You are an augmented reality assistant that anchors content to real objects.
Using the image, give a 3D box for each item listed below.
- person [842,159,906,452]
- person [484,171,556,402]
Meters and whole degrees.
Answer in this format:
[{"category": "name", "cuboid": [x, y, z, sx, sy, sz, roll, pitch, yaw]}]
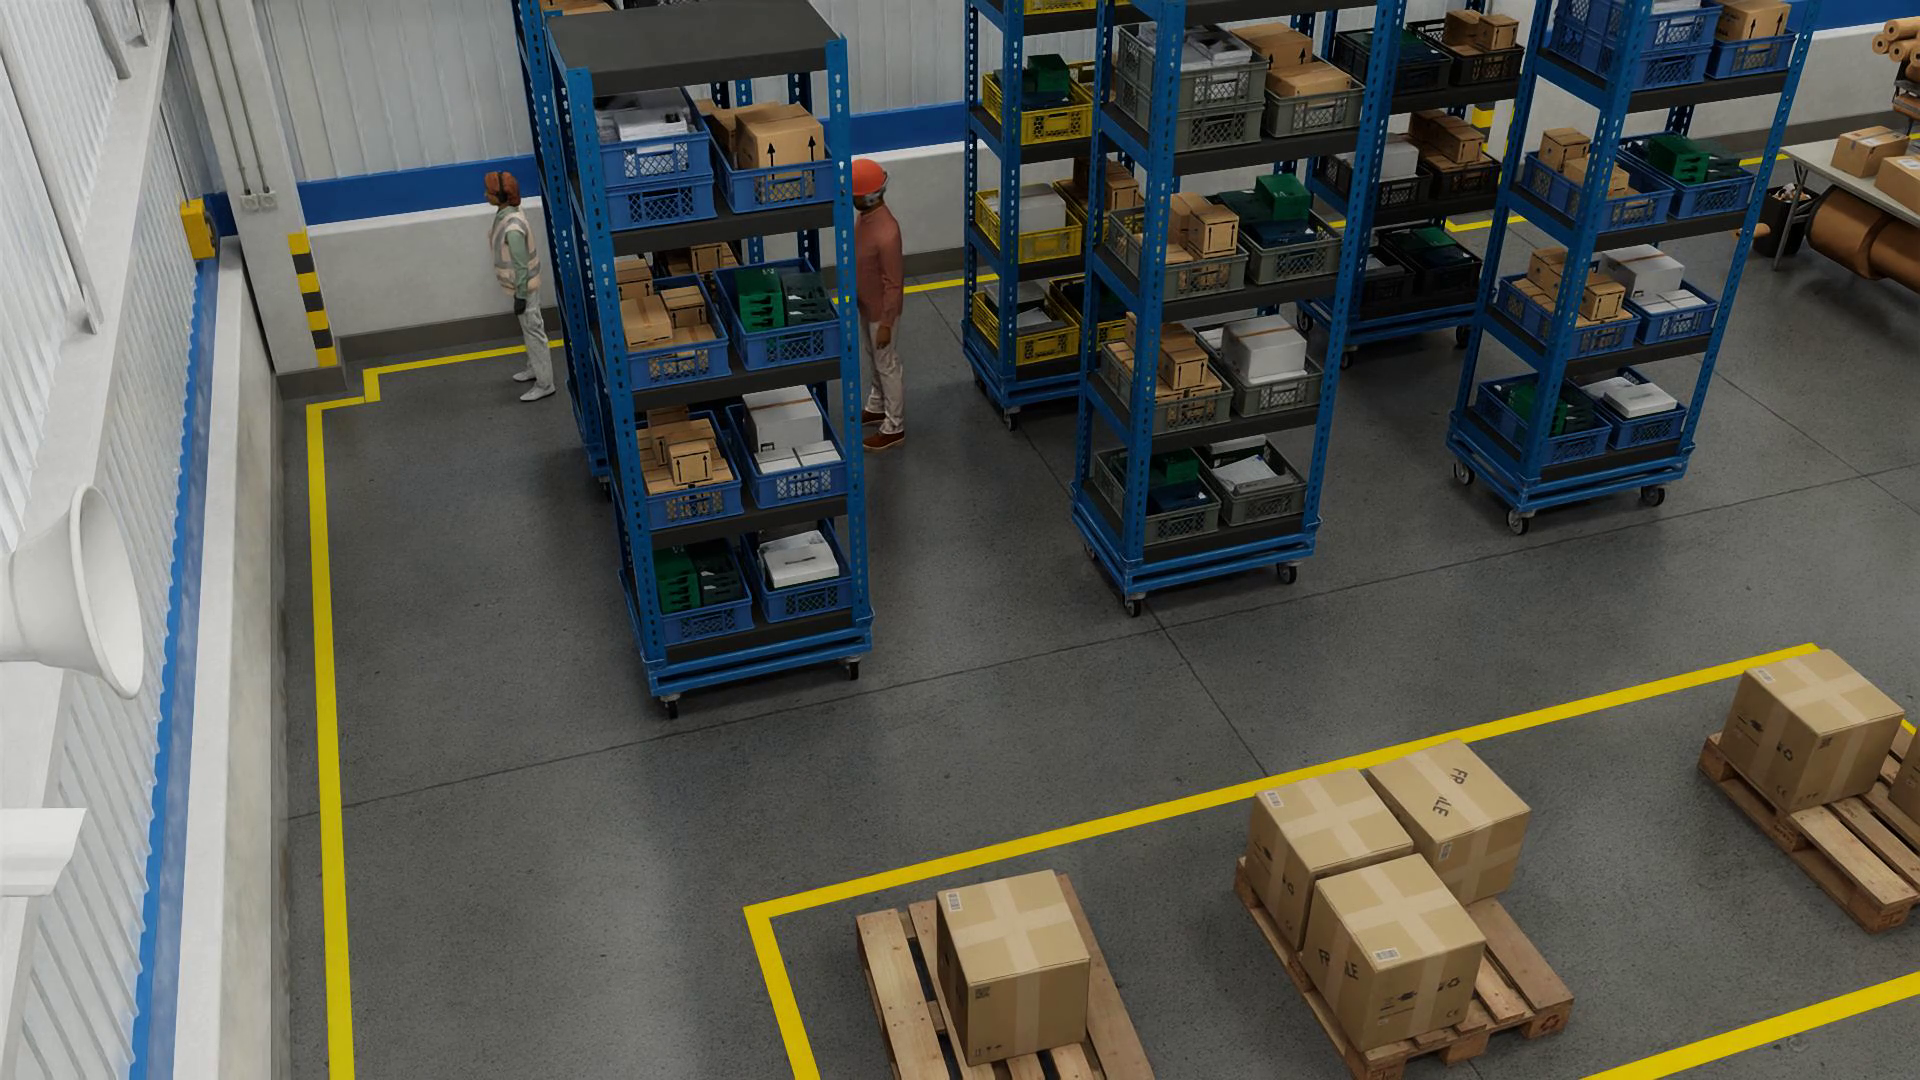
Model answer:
[{"category": "person", "cuboid": [-0.555, -1.510, 10.696, 0.393, 1.985, 0.611, -11, 37, -15]}, {"category": "person", "cuboid": [-2.993, -1.733, 11.306, 0.310, 1.642, 0.514, -11, 37, -15]}]
